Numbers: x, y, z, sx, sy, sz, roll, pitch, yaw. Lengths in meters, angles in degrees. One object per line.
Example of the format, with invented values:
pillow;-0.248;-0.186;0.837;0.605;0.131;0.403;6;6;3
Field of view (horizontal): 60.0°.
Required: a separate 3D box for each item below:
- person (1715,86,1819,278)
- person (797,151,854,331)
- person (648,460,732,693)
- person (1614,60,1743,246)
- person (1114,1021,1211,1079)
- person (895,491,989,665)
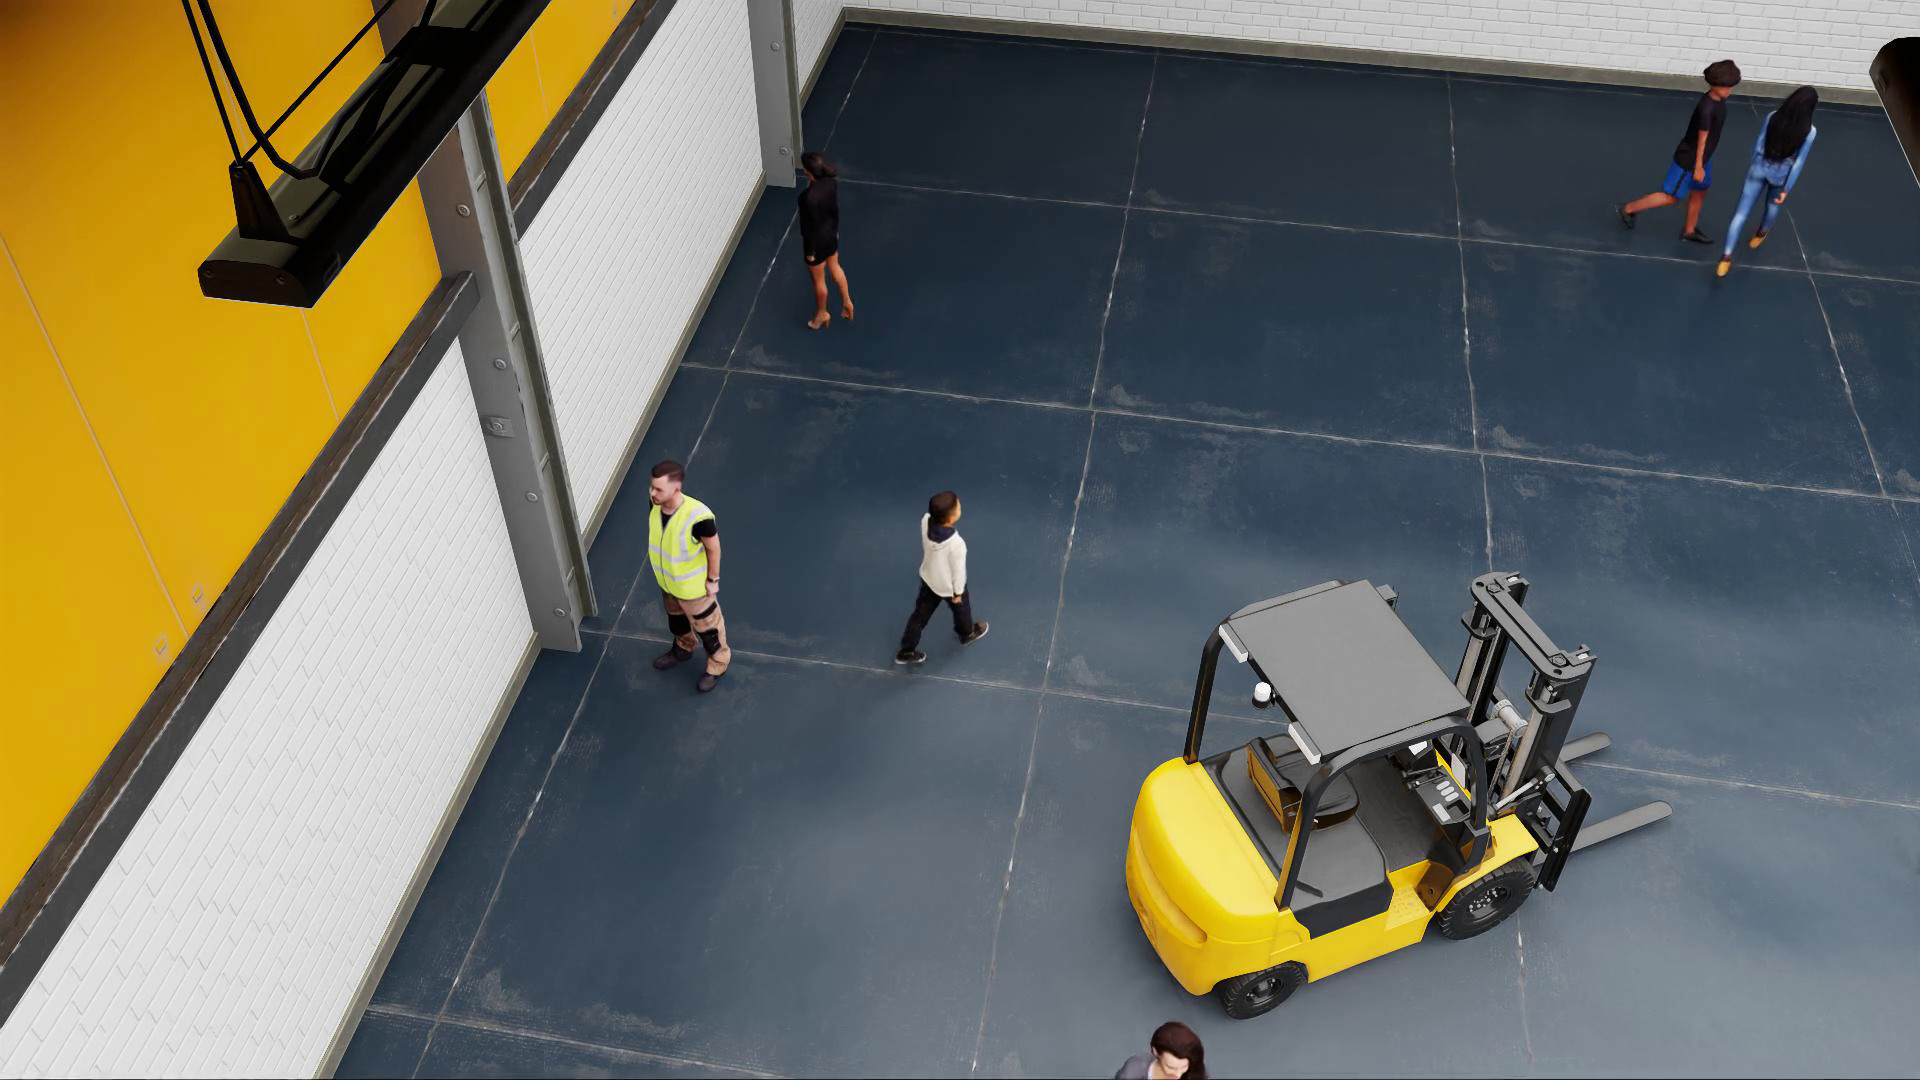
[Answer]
person;6.790;-2.998;14.073;0.967;1.658;1.294;27;50;26
person;-1.099;-2.411;13.469;0.708;1.642;0.631;19;47;19
person;-1.754;0.200;10.581;0.830;1.845;0.865;27;50;26
person;6.229;-3.318;14.336;0.980;1.759;1.120;24;49;23
person;0.887;2.741;7.977;0.753;1.758;0.862;-5;44;-5
person;-0.174;0.267;10.804;1.036;1.440;0.906;-34;53;-31
